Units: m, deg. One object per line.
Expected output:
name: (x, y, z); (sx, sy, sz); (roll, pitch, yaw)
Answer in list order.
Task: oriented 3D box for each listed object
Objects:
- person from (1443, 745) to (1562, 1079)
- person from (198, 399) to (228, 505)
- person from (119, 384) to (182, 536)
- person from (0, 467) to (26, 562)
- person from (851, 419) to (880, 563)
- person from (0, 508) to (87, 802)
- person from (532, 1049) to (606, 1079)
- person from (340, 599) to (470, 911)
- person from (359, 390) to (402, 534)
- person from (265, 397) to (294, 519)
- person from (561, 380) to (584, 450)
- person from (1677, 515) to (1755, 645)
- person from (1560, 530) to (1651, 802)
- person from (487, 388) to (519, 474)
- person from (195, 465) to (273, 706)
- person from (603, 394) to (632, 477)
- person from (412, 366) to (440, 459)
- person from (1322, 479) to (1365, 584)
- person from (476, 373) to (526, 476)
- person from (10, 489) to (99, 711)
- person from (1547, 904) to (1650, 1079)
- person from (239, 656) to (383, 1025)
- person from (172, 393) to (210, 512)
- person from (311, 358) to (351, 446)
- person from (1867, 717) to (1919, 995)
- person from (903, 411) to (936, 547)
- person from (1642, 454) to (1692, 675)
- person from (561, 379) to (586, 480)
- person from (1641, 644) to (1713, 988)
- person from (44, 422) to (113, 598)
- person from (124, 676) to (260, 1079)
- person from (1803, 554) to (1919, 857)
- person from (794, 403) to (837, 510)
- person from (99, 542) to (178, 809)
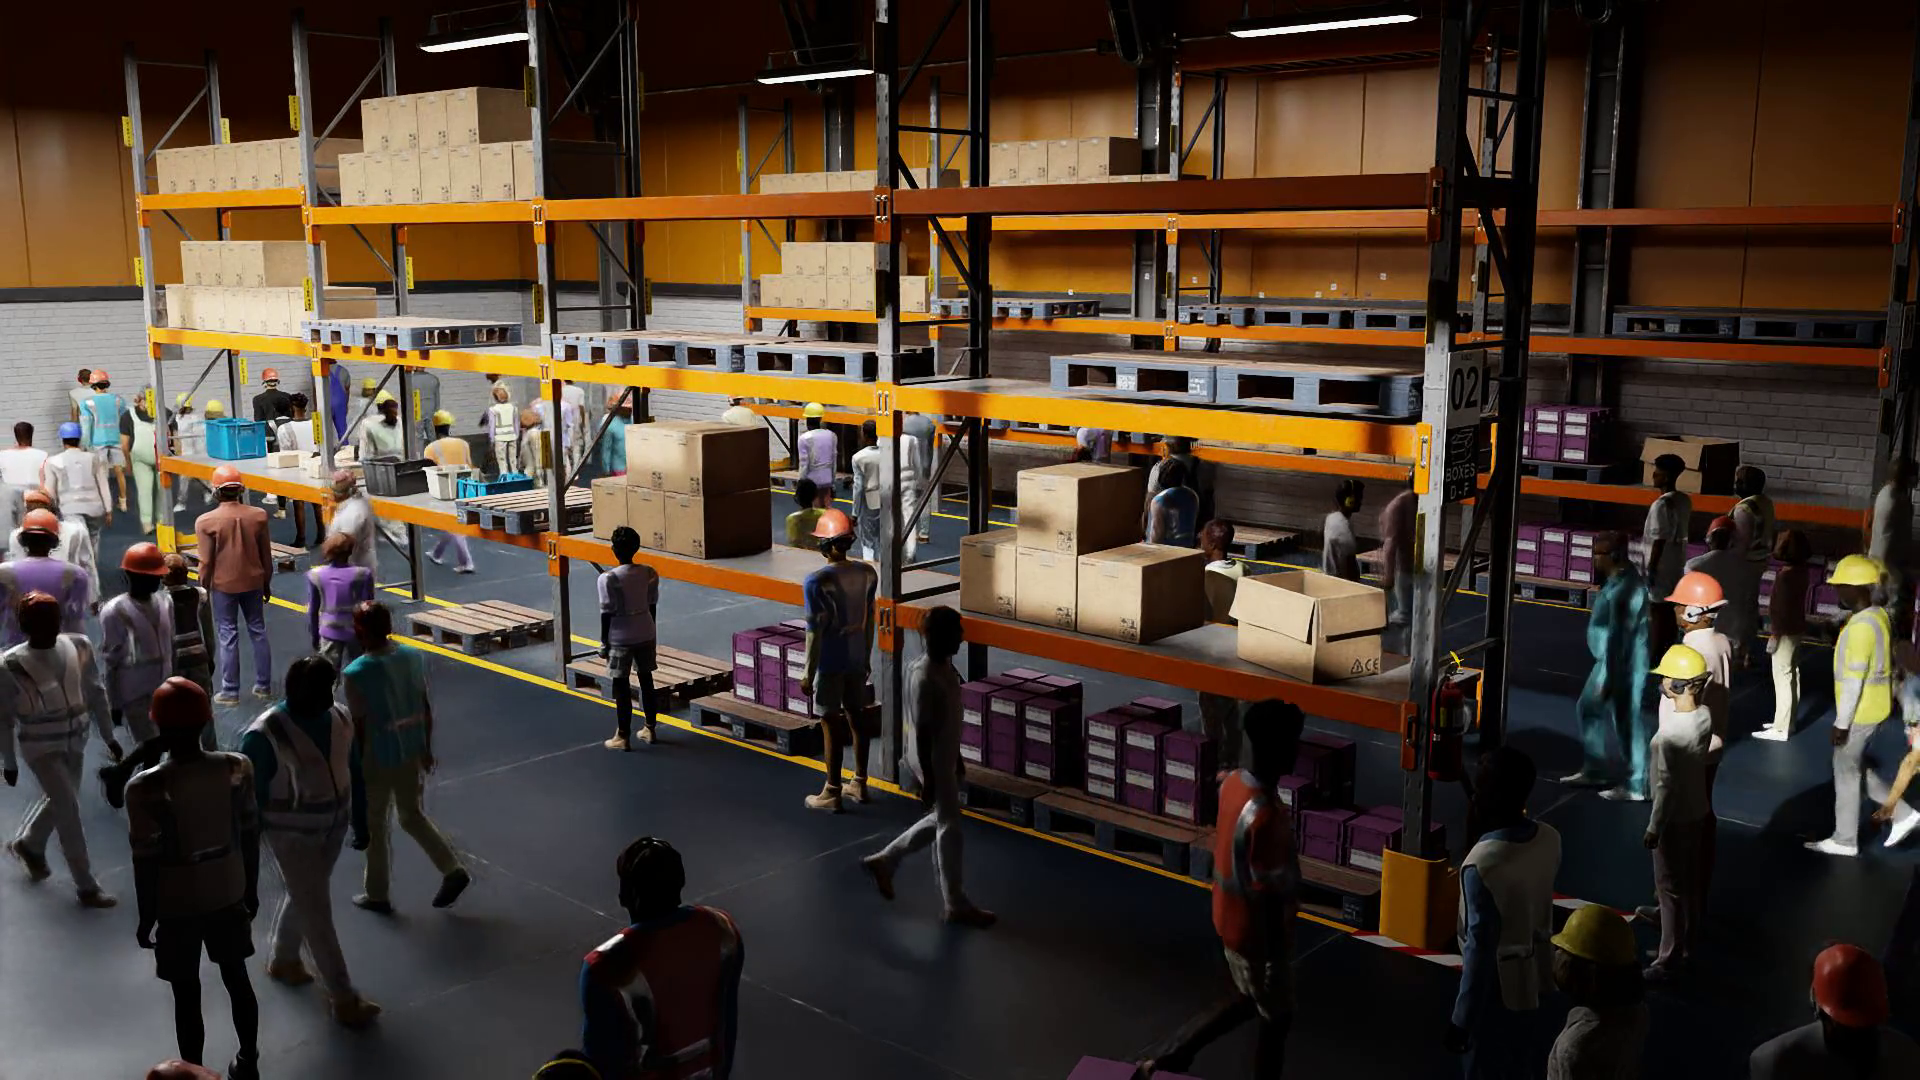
person: (2.053, 1.718, 6.322); (0.392, 1.919, 0.591); (9, 13, 41)
person: (-9.973, -1.042, 22.491); (0.730, 1.719, 0.492); (10, 14, 43)
person: (-10.560, -1.083, 21.814); (0.686, 2.000, 0.951); (-8, 13, -40)
person: (-9.551, 0.000, 16.492); (0.323, 1.755, 0.563); (9, 13, 41)
person: (-0.937, -0.345, 17.982); (0.392, 1.922, 0.591); (9, 13, 41)
person: (-6.301, 0.788, 11.425); (0.623, 1.992, 1.062); (-7, 12, -36)
person: (-0.954, 2.167, 4.032); (0.526, 1.840, 0.754); (1, 10, 4)
person: (-3.147, 1.235, 9.358); (0.692, 1.818, 0.608); (5, 11, 26)
person: (-7.616, -1.035, 22.018); (0.607, 1.883, 0.983); (-8, 13, -37)
person: (-9.384, -1.141, 23.113); (0.318, 1.697, 0.535); (9, 13, 41)
person: (-7.178, -2.573, 30.682); (0.356, 1.884, 0.574); (9, 13, 41)
person: (5.796, 0.670, 12.833); (0.577, 1.715, 0.397); (-1, 10, -3)
person: (4.400, 0.859, 11.300); (0.674, 1.874, 0.674); (2, 10, 14)
person: (-6.957, -1.504, 25.419); (0.376, 1.620, 0.527); (8, 13, 39)
person: (-5.977, 0.371, 13.726); (0.382, 1.995, 0.612); (9, 13, 41)
person: (-5.009, -1.323, 24.326); (0.280, 1.633, 0.500); (9, 13, 41)
person: (-9.145, -2.146, 28.231); (0.396, 1.904, 0.670); (9, 14, 42)
person: (3.282, 0.412, 13.923); (0.672, 1.850, 0.507); (0, 10, 1)
person: (-7.624, -2.013, 27.461); (1.029, 1.919, 0.623); (-4, 11, -24)
person: (-7.362, 0.495, 13.536); (0.596, 1.833, 1.012); (-5, 11, -25)
person: (1.973, 1.991, 5.276); (0.297, 1.744, 0.487); (9, 13, 41)
person: (-3.229, 1.443, 8.281); (0.971, 1.782, 0.645); (5, 11, 27)
person: (-11.099, -1.286, 23.939); (0.510, 1.701, 0.781); (3, 10, 17)
person: (-11.074, -2.390, 29.203); (0.537, 2.000, 0.682); (9, 13, 41)
person: (5.002, 1.428, 8.355); (1.001, 1.797, 0.522); (0, 10, -1)
person: (-0.582, -0.874, 20.921); (0.372, 1.940, 0.630); (9, 13, 41)
person: (6.216, 0.210, 14.713); (0.367, 1.966, 0.607); (9, 13, 41)
person: (-6.265, -1.849, 26.714); (0.511, 1.852, 0.738); (-3, 10, -17)
person: (3.654, 1.405, 8.526); (0.316, 1.769, 0.525); (9, 13, 41)
person: (-9.481, -0.319, 17.942); (0.986, 1.895, 0.616); (9, 14, 43)
person: (-3.327, 1.542, 7.251); (0.354, 1.942, 0.545); (9, 13, 41)
person: (5.578, 1.038, 10.221); (0.587, 1.908, 0.591); (7, 12, 33)
person: (-1.733, -0.676, 19.884); (0.423, 1.916, 0.621); (9, 13, 40)
person: (-5.335, 0.940, 10.767); (0.774, 1.912, 0.546); (4, 11, 19)
